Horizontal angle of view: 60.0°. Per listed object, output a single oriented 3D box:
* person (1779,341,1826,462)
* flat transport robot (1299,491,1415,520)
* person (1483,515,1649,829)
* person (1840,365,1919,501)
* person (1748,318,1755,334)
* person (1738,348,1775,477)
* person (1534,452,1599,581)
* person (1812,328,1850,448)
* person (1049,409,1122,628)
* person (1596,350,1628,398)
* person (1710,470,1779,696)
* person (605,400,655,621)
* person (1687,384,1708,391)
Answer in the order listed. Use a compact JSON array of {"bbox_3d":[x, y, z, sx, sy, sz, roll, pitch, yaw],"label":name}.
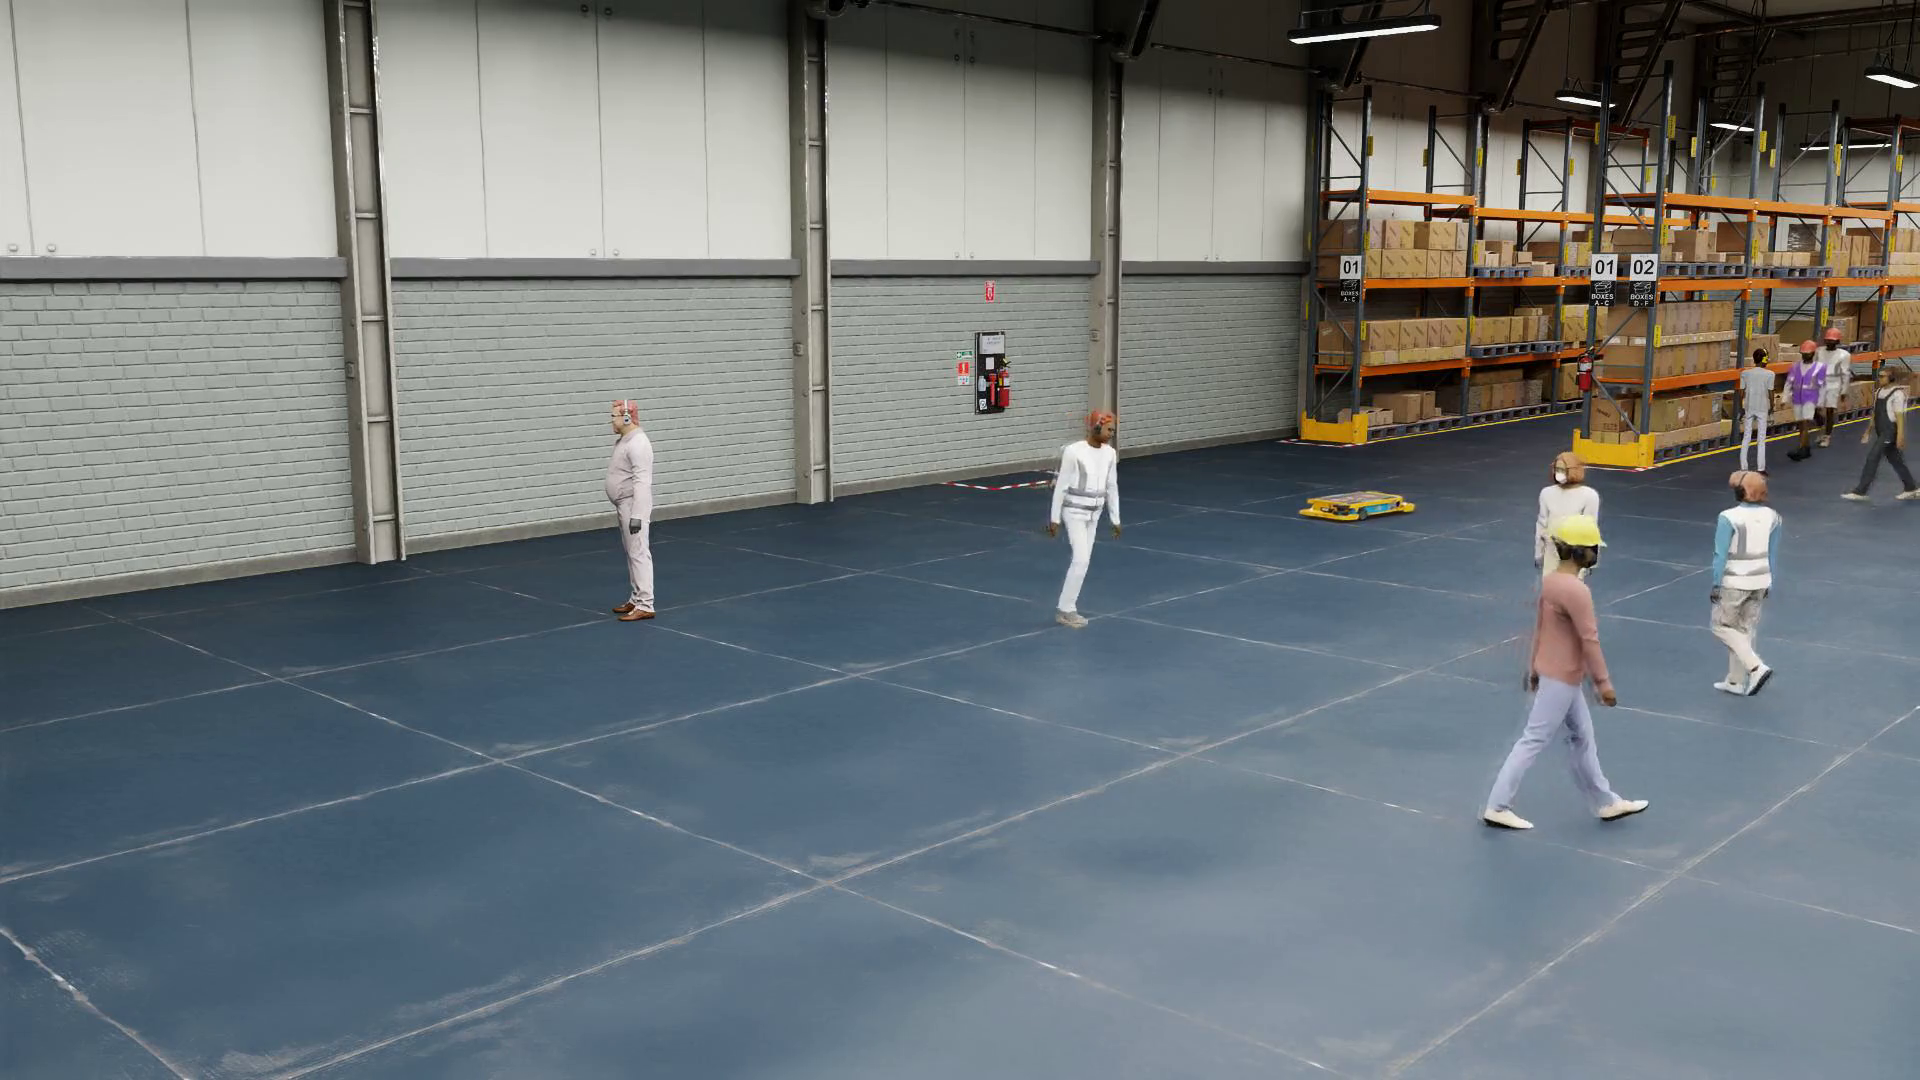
[{"bbox_3d":[13.246,-2.182,26.146,1.013,1.879,0.561,-8,12,-39],"label":"person"},{"bbox_3d":[4.863,-0.427,20.339,1.431,0.197,0.652,-8,12,-39],"label":"flat transport robot"},{"bbox_3d":[3.278,0.724,8.934,0.921,1.719,0.529,1,9,6],"label":"person"},{"bbox_3d":[12.054,-1.382,21.579,1.004,1.795,0.506,1,9,8],"label":"person"},{"bbox_3d":[16.405,-3.654,34.859,0.875,1.958,0.646,-8,12,-40],"label":"person"},{"bbox_3d":[11.578,-1.850,24.170,0.328,1.865,0.517,-9,13,-44],"label":"person"},{"bbox_3d":[4.727,0.114,12.943,0.461,1.615,0.514,-8,12,-39],"label":"person"},{"bbox_3d":[14.610,-2.561,28.011,0.635,2.023,0.435,9,13,43],"label":"person"},{"bbox_3d":[1.047,-0.189,14.102,0.613,1.842,0.546,-8,13,-42],"label":"person"},{"bbox_3d":[11.166,-2.522,28.449,0.591,1.805,0.759,8,12,41],"label":"person"},{"bbox_3d":[5.524,0.324,11.652,0.532,1.622,0.503,-3,10,-19],"label":"person"},{"bbox_3d":[-2.850,-0.259,14.341,0.403,1.906,0.652,-3,10,-18],"label":"person"},{"bbox_3d":[14.792,-3.364,33.302,0.802,1.888,0.599,-9,13,-43],"label":"person"}]
